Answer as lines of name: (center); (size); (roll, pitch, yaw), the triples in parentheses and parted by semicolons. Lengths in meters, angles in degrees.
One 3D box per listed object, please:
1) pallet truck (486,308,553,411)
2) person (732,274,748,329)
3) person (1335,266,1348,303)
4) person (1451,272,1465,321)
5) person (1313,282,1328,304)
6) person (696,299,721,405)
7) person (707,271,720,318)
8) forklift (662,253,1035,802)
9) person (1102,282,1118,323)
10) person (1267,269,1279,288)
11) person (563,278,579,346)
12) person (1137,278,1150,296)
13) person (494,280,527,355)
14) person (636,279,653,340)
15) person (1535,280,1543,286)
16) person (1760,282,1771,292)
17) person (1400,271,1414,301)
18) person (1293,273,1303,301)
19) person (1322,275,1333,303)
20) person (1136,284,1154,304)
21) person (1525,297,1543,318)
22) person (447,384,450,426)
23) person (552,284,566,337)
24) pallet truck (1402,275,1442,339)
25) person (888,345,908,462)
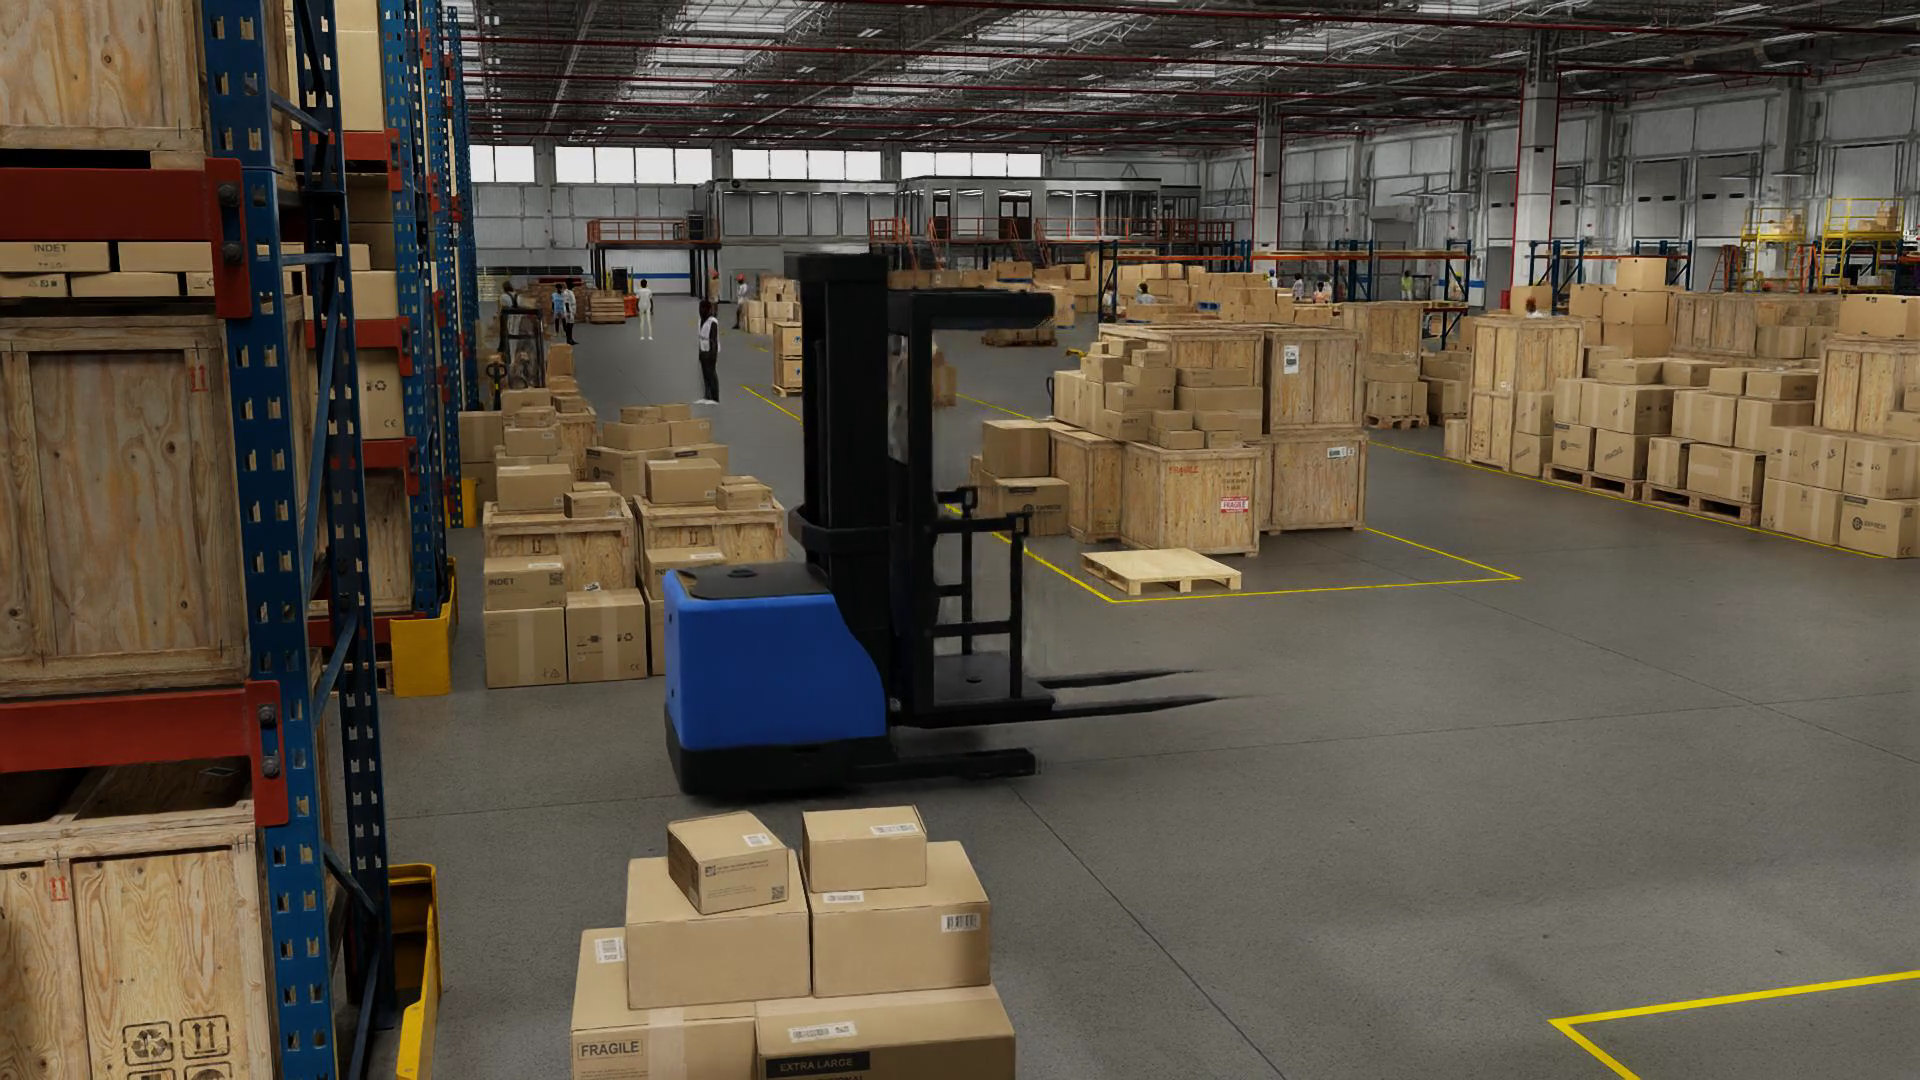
pallet truck: (-6.242, -2.418, 24.362); (0.823, 1.965, 1.885); (1, 10, 3)
person: (-7.555, -8.322, 58.031); (0.719, 1.920, 0.562); (-10, 14, -43)
person: (18.910, -12.650, 82.459); (0.630, 1.951, 1.009); (-6, 12, -32)
person: (19.366, -9.479, 64.649); (0.591, 1.899, 0.843); (2, 10, 10)
person: (11.983, -7.730, 55.325); (0.534, 1.693, 0.321); (6, 12, 32)
person: (-4.568, -3.415, 30.243); (0.375, 1.914, 0.597); (-6, 12, -32)
person: (-9.936, -9.908, 67.073); (0.573, 1.890, 0.521); (2, 10, 10)
forklift: (-0.645, -0.141, 8.972); (1.873, 2.768, 1.129); (-3, 10, -15)
person: (4.298, -6.538, 48.180); (0.564, 1.833, 0.427); (-6, 11, -29)
person: (12.567, -9.924, 67.002); (0.604, 1.949, 0.389); (-5, 11, -28)
person: (-11.316, -6.629, 48.300); (0.367, 1.966, 0.607); (0, 10, 1)
person: (6.529, -8.461, 59.336); (0.488, 1.733, 0.476); (5, 11, 26)
person: (-11.835, -5.867, 43.774); (1.015, 2.000, 0.705); (7, 12, 33)
person: (-9.677, -7.060, 51.015); (0.535, 1.868, 0.309); (-3, 10, -14)
person: (17.470, -6.880, 49.991); (0.485, 1.877, 0.667); (1, 10, 6)
person: (21.595, -5.976, 44.794); (0.570, 1.894, 0.852); (-2, 10, -9)
person: (19.919, -11.107, 74.177); (0.638, 1.796, 0.986); (6, 11, 29)
person: (13.279, -9.586, 65.413); (0.430, 1.838, 0.620); (1, 10, 6)
person: (12.472, -7.972, 56.070); (0.842, 1.907, 0.632); (6, 12, 31)
person: (5.180, -6.198, 46.307); (0.511, 1.820, 0.916); (-1, 10, -6)
person: (11.770, -4.061, 34.155); (0.998, 1.838, 0.593); (-3, 10, -15)
person: (-6.348, -1.585, 20.082); (0.429, 1.847, 0.627); (7, 12, 35)
person: (-12.738, -7.316, 52.980); (0.536, 1.693, 0.320); (1, 10, 7)
pallet truck: (14.620, -7.324, 52.145); (0.823, 1.965, 1.885); (8, 13, 40)
person: (-0.929, -1.750, 21.633); (0.528, 1.618, 0.549); (-6, 12, -31)
